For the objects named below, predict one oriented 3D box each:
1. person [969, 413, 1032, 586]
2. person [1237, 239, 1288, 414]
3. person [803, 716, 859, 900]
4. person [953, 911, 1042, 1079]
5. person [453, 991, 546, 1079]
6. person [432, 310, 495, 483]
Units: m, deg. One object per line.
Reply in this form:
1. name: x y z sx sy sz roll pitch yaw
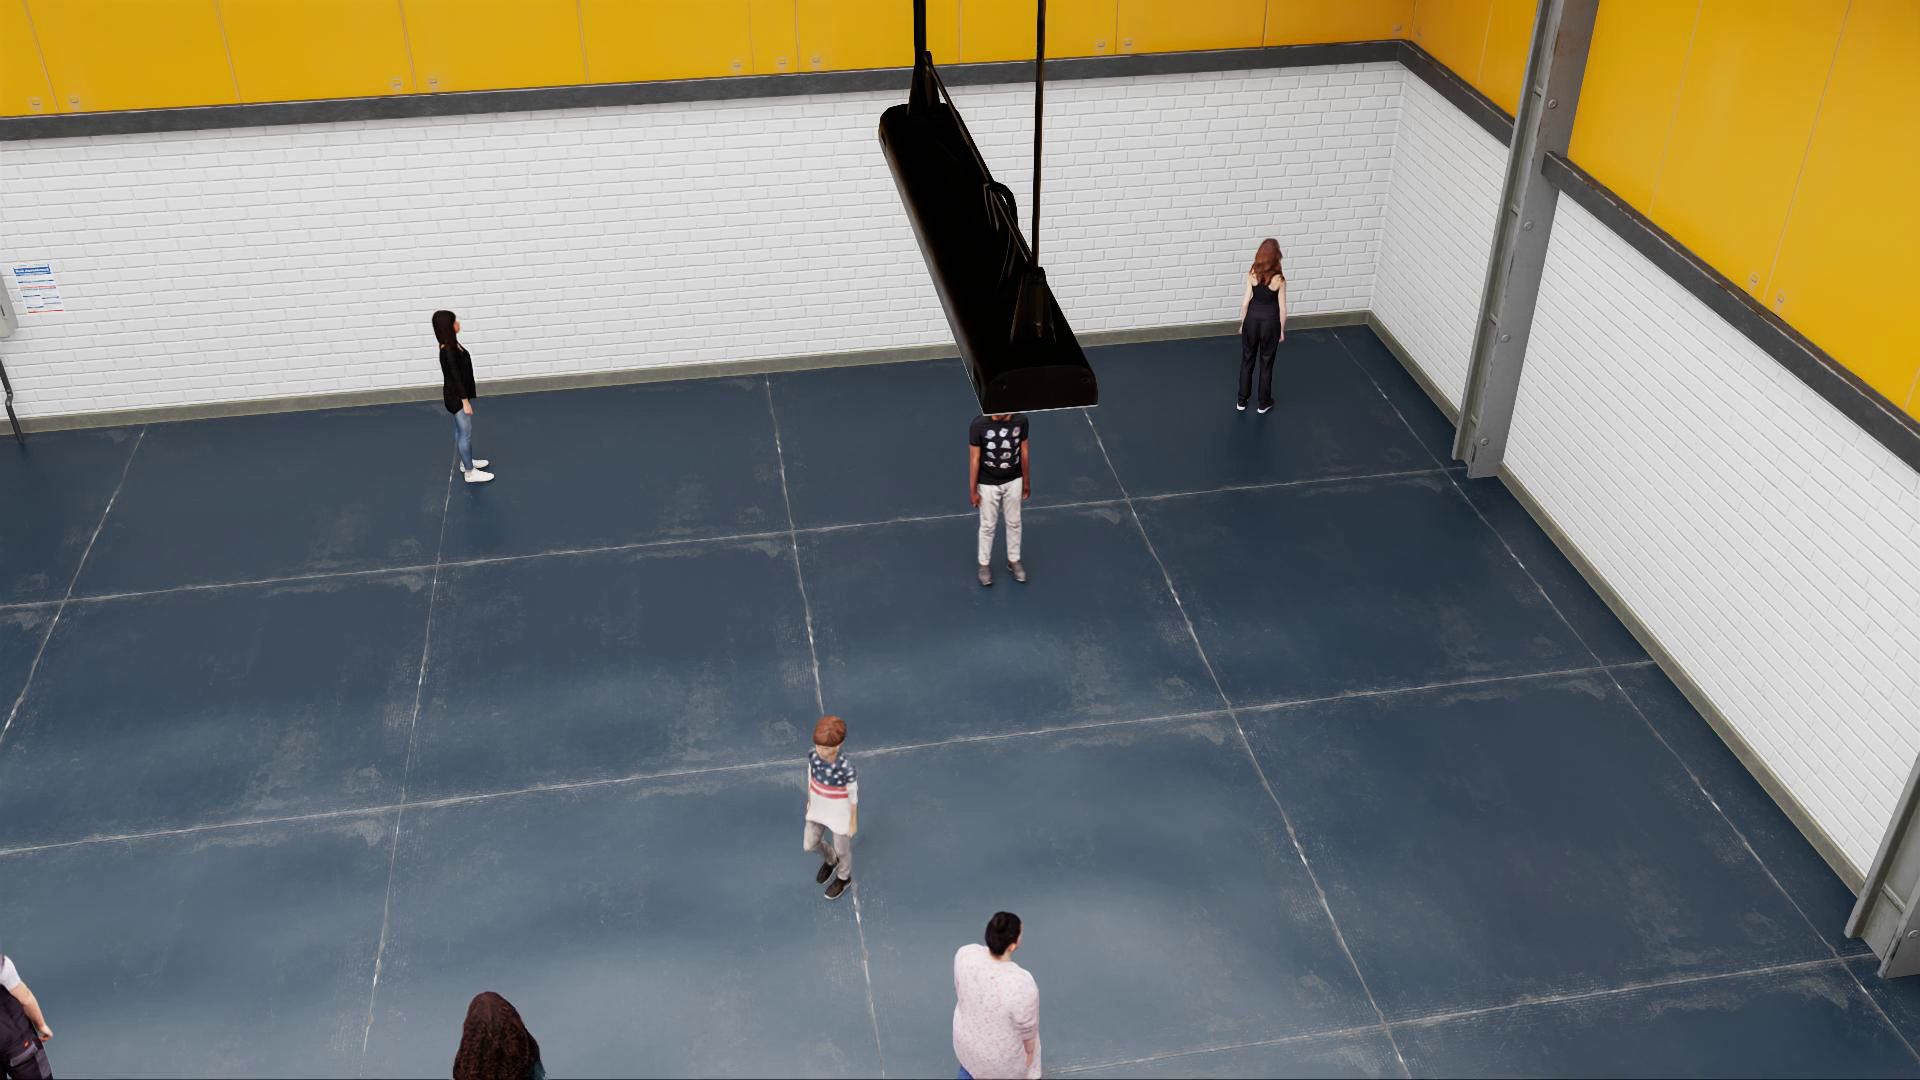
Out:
1. person: 0.319 -0.477 13.420 0.666 1.802 0.618 -8 34 -11
2. person: 2.864 -2.038 15.818 0.672 1.746 0.686 13 36 18
3. person: -0.781 1.654 10.549 0.648 1.431 0.700 18 38 25
4. person: 0.169 2.614 8.822 0.782 1.744 0.856 25 41 32
5. person: -2.289 2.961 8.426 0.764 1.604 0.975 -17 37 -23
6. person: -4.461 -1.292 14.788 0.664 1.645 0.519 -13 36 -19
